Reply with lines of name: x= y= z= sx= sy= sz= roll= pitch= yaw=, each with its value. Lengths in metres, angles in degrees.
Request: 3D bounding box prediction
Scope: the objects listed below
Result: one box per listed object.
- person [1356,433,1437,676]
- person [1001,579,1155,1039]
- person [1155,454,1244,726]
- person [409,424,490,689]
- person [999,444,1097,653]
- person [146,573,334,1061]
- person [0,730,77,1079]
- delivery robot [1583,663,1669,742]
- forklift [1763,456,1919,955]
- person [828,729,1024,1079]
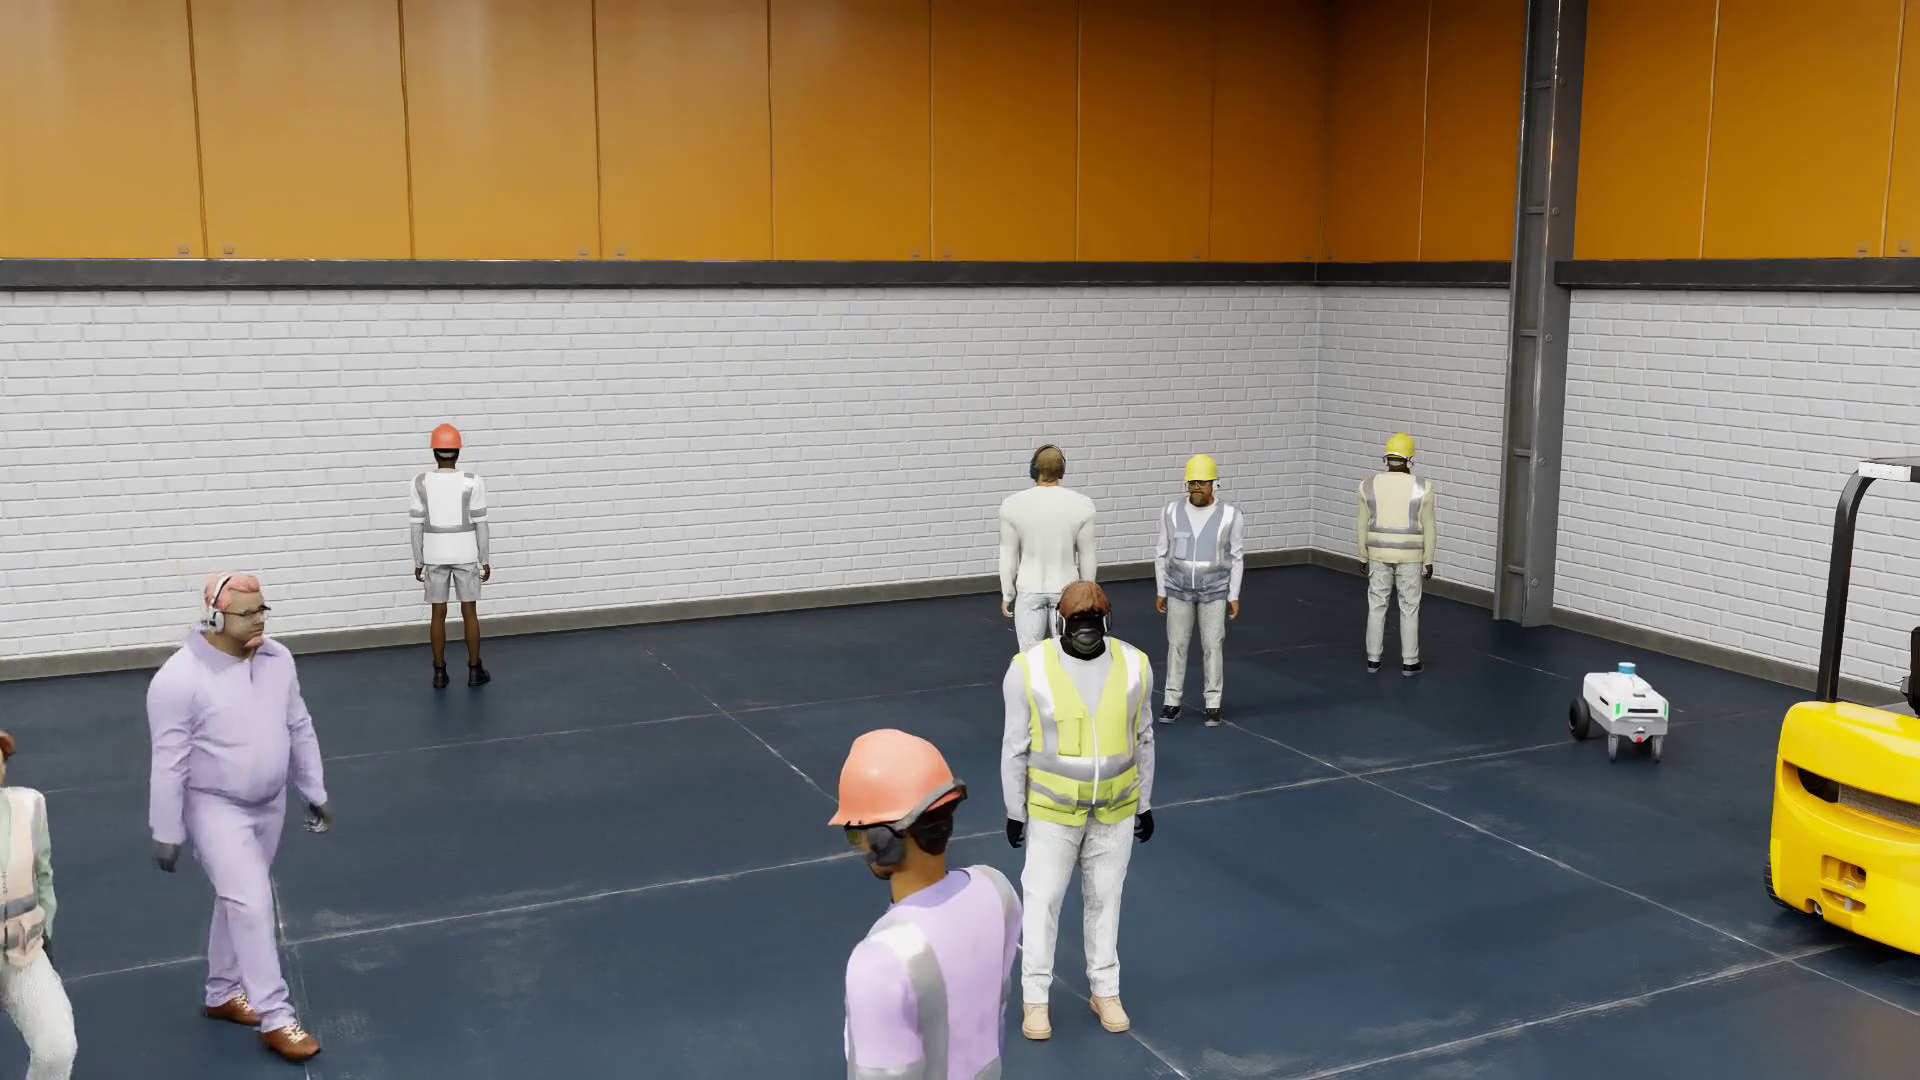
person: x=3.289 y=0.109 z=12.537 sx=0.590 sy=1.833 sz=0.404 roll=4 pitch=10 yaw=25
person: x=0.479 y=1.061 z=6.603 sx=0.633 sy=1.841 sz=0.429 roll=-2 pitch=9 yaw=-11
person: x=1.590 y=0.335 z=11.131 sx=0.586 sy=1.835 sz=0.403 roll=3 pitch=10 yaw=16
person: x=-3.712 y=0.119 z=12.153 sx=0.552 sy=1.935 sz=0.364 roll=-1 pitch=9 yaw=-8
person: x=0.565 y=0.348 z=10.725 sx=0.634 sy=1.939 sz=0.367 roll=0 pitch=9 yaw=1
person: x=-2.720 y=1.059 z=6.487 sx=0.867 sy=1.871 sz=0.673 roll=4 pitch=10 yaw=21
person: x=-3.094 y=1.376 z=5.327 sx=0.497 sy=1.626 sz=0.519 roll=5 pitch=10 yaw=27
delivery robot: x=4.212 y=1.022 z=10.536 sx=0.477 sy=0.478 sz=0.707 roll=1 pitch=9 yaw=4
forklift: x=4.857 y=0.731 z=7.561 sx=2.313 sy=2.155 sz=1.214 roll=-4 pitch=10 yaw=-25
person: x=-0.106 y=1.422 z=3.774 sx=0.396 sy=2.033 sz=0.605 roll=5 pitch=10 yaw=28
